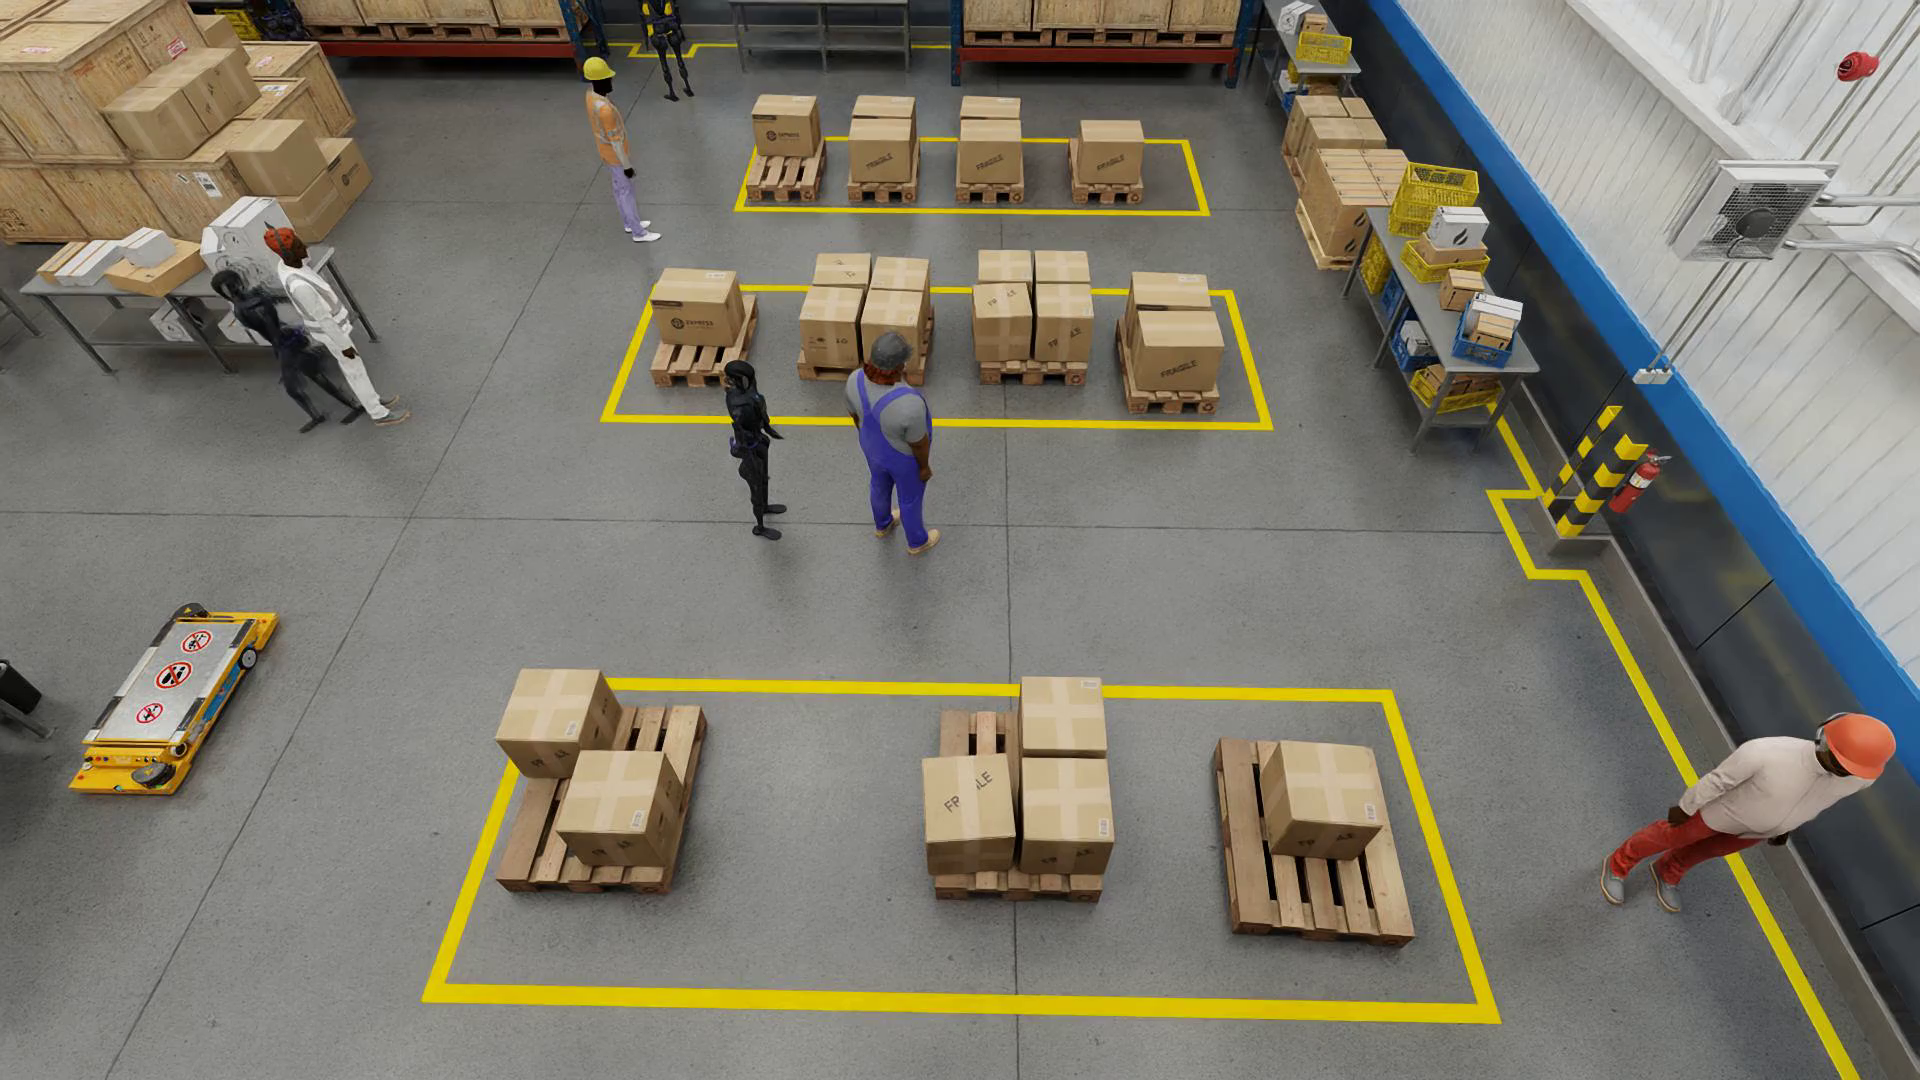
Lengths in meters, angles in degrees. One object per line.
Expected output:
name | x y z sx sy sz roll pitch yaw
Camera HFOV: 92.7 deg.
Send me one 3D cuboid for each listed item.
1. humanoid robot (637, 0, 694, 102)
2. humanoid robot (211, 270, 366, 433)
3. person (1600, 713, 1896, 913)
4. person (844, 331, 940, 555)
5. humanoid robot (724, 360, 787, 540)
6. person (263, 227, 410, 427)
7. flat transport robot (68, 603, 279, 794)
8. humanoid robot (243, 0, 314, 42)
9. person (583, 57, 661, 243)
humanoid robot | -3.916 -6.730 12.134 0.567 1.650 0.326 -31 57 -24
humanoid robot | -5.740 -1.582 7.795 0.591 1.633 0.634 22 53 18
person | 4.227 1.495 4.972 0.619 1.993 0.378 8 50 7
person | -0.453 -0.712 6.810 0.677 2.000 0.537 30 56 23
humanoid robot | -1.557 -0.703 7.031 0.324 1.654 0.601 3 50 3
person | -5.338 -1.790 7.824 0.347 1.881 0.576 -30 56 -23
flat transport robot | -5.504 1.072 6.442 0.652 0.197 1.431 1 50 1
humanoid robot | -9.039 -6.831 12.215 0.609 1.657 0.315 -32 57 -24
person | -3.645 -4.130 9.777 0.378 1.925 0.588 -23 54 -18
